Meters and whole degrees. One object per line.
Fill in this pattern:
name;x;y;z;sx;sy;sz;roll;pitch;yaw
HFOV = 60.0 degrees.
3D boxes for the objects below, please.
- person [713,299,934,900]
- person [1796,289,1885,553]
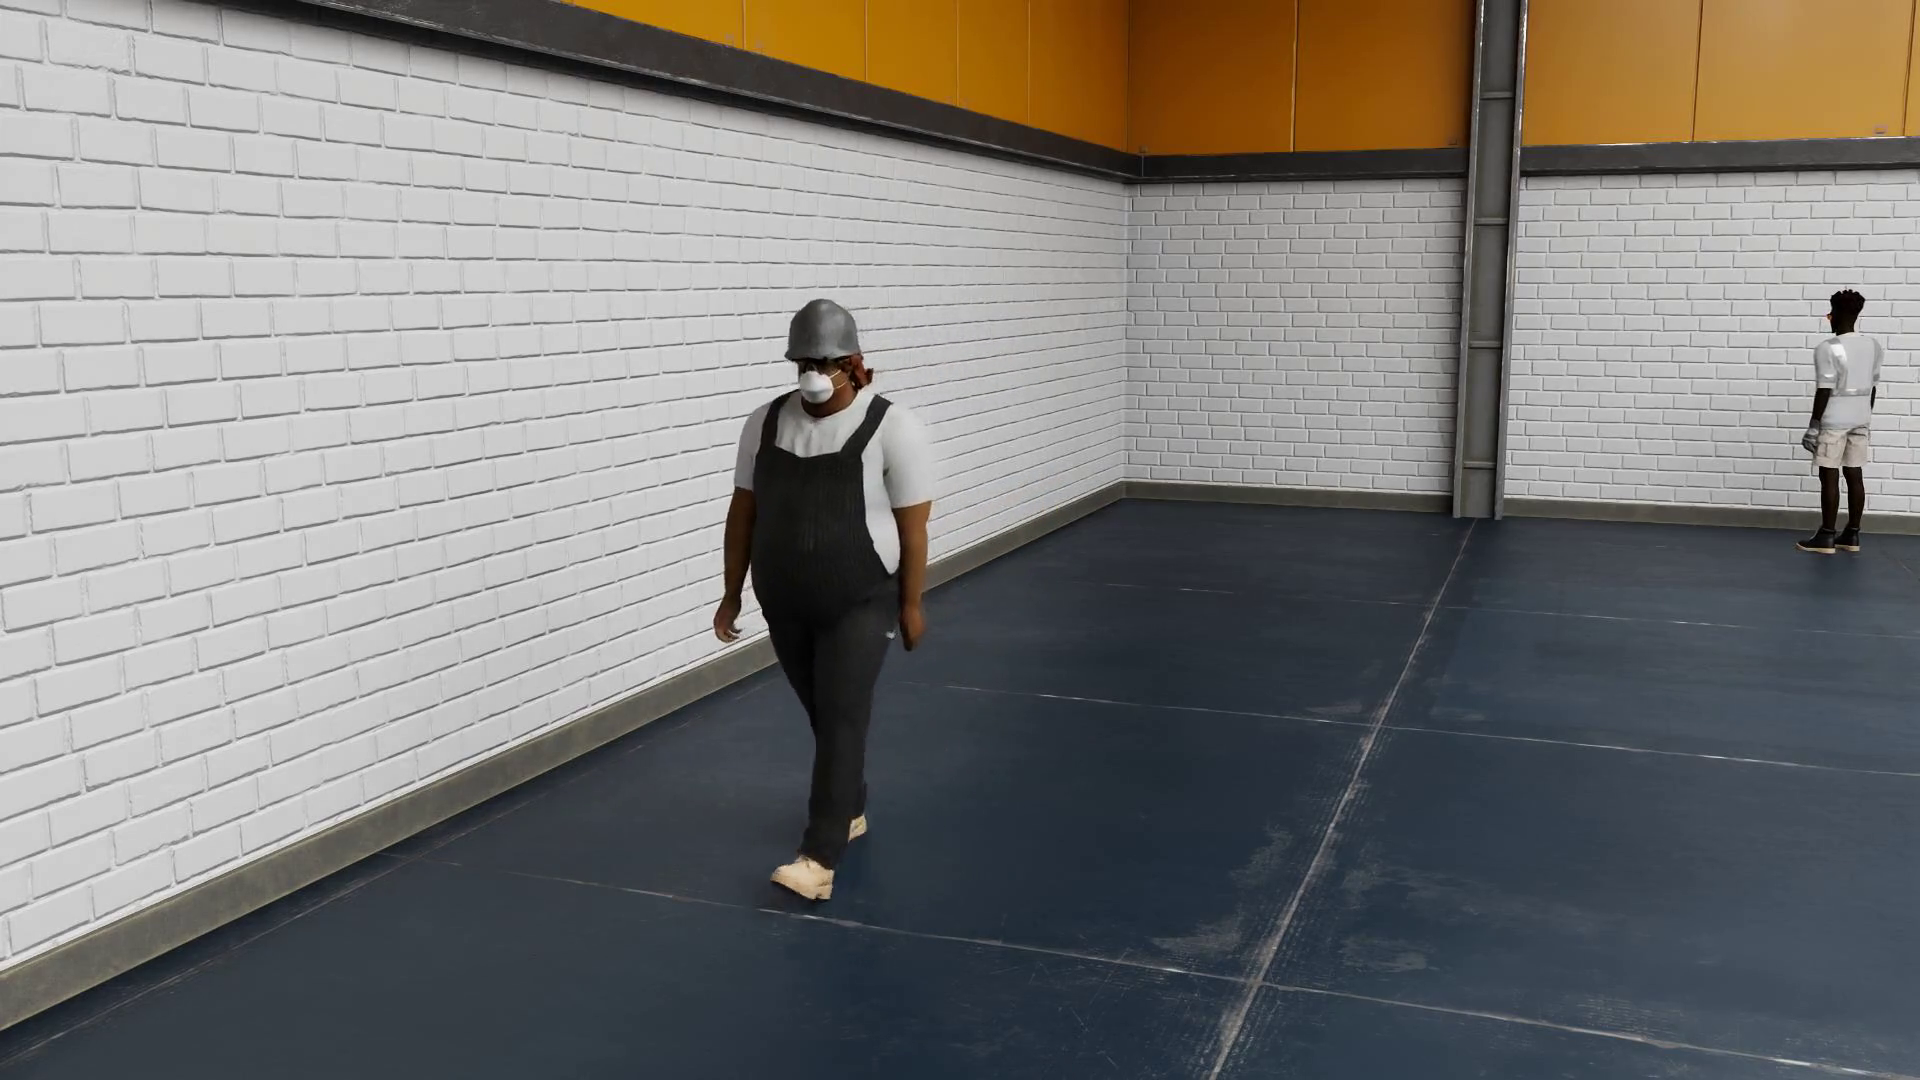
person;-0.511;0.161;5.645;0.695;2.000;1.004;4;10;26
person;6.565;-0.879;12.410;0.600;1.967;0.369;-3;10;-20
